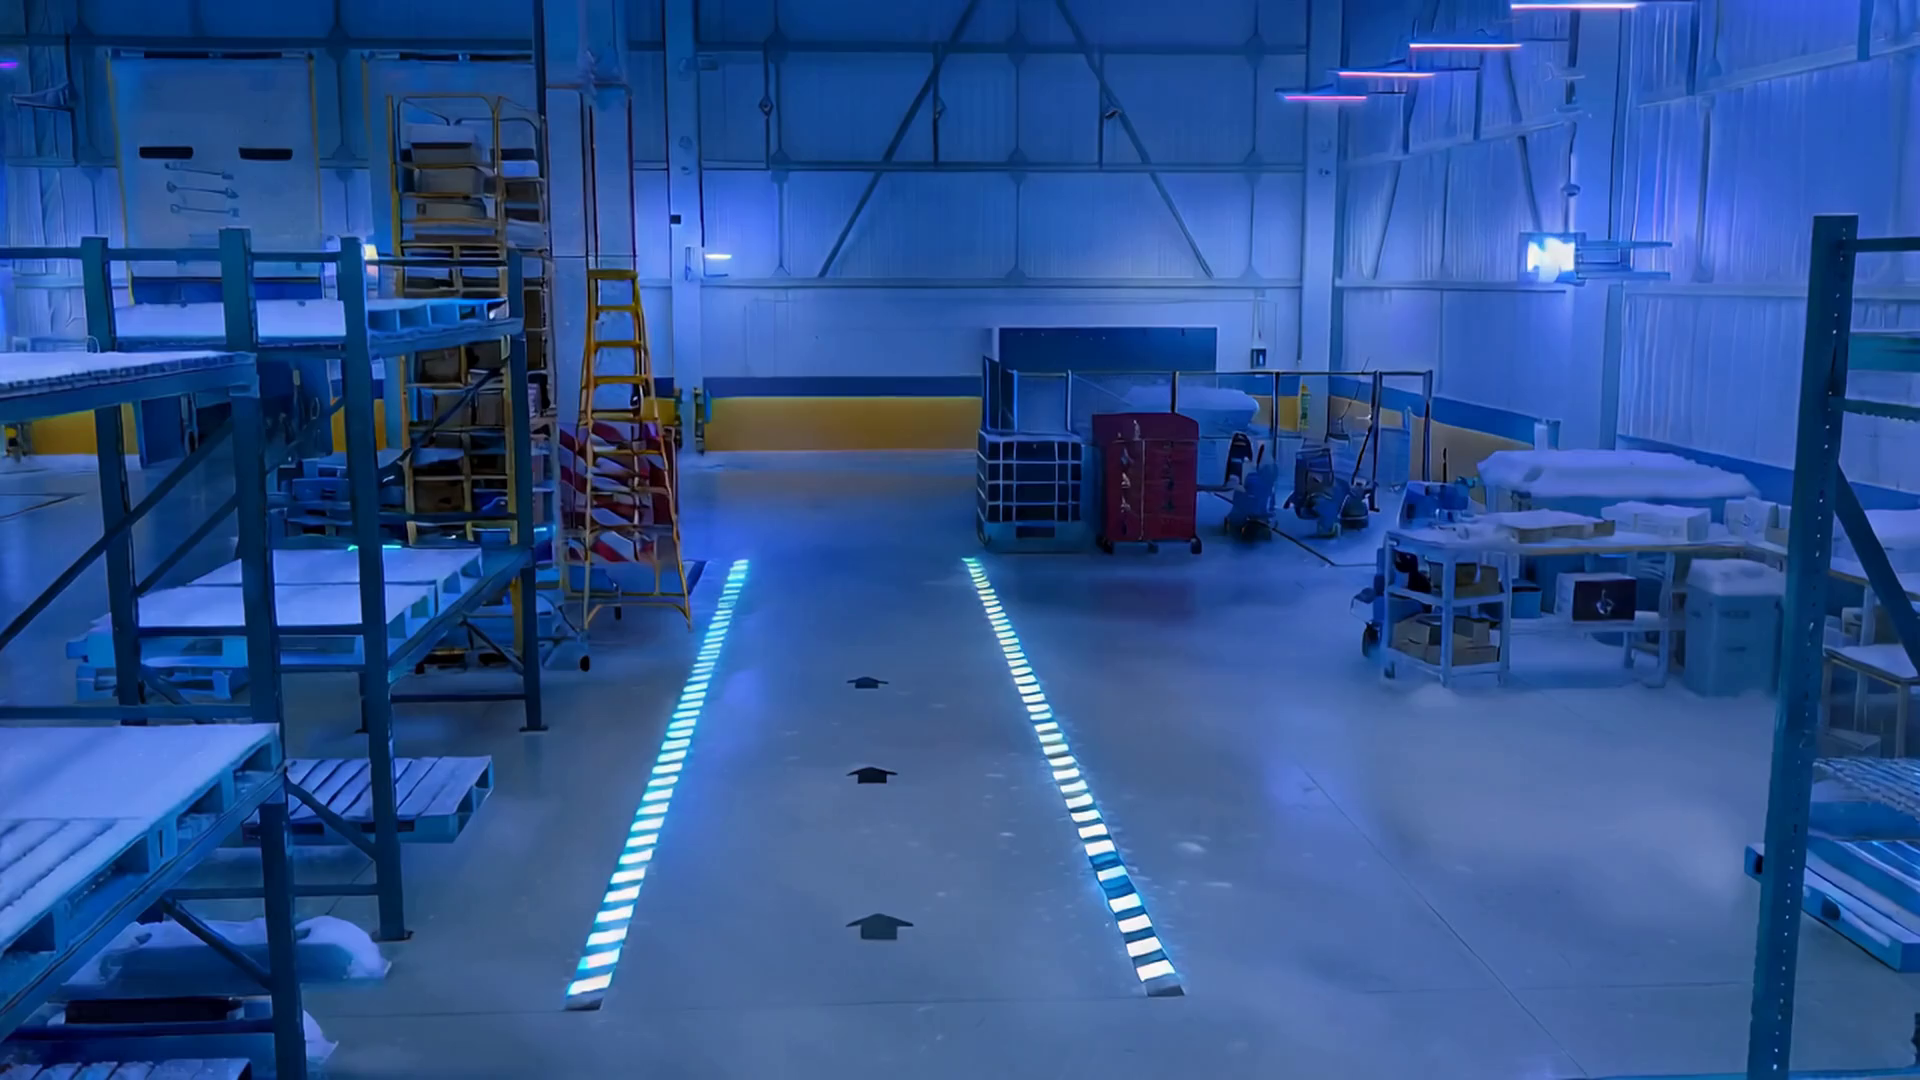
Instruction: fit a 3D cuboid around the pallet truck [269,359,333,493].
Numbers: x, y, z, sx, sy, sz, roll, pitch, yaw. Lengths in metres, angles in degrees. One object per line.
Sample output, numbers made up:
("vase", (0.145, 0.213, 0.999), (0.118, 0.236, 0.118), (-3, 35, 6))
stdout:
("pallet truck", (-7.062, -1.131, 18.996), (1.885, 1.965, 0.823), (2, 9, 13))
